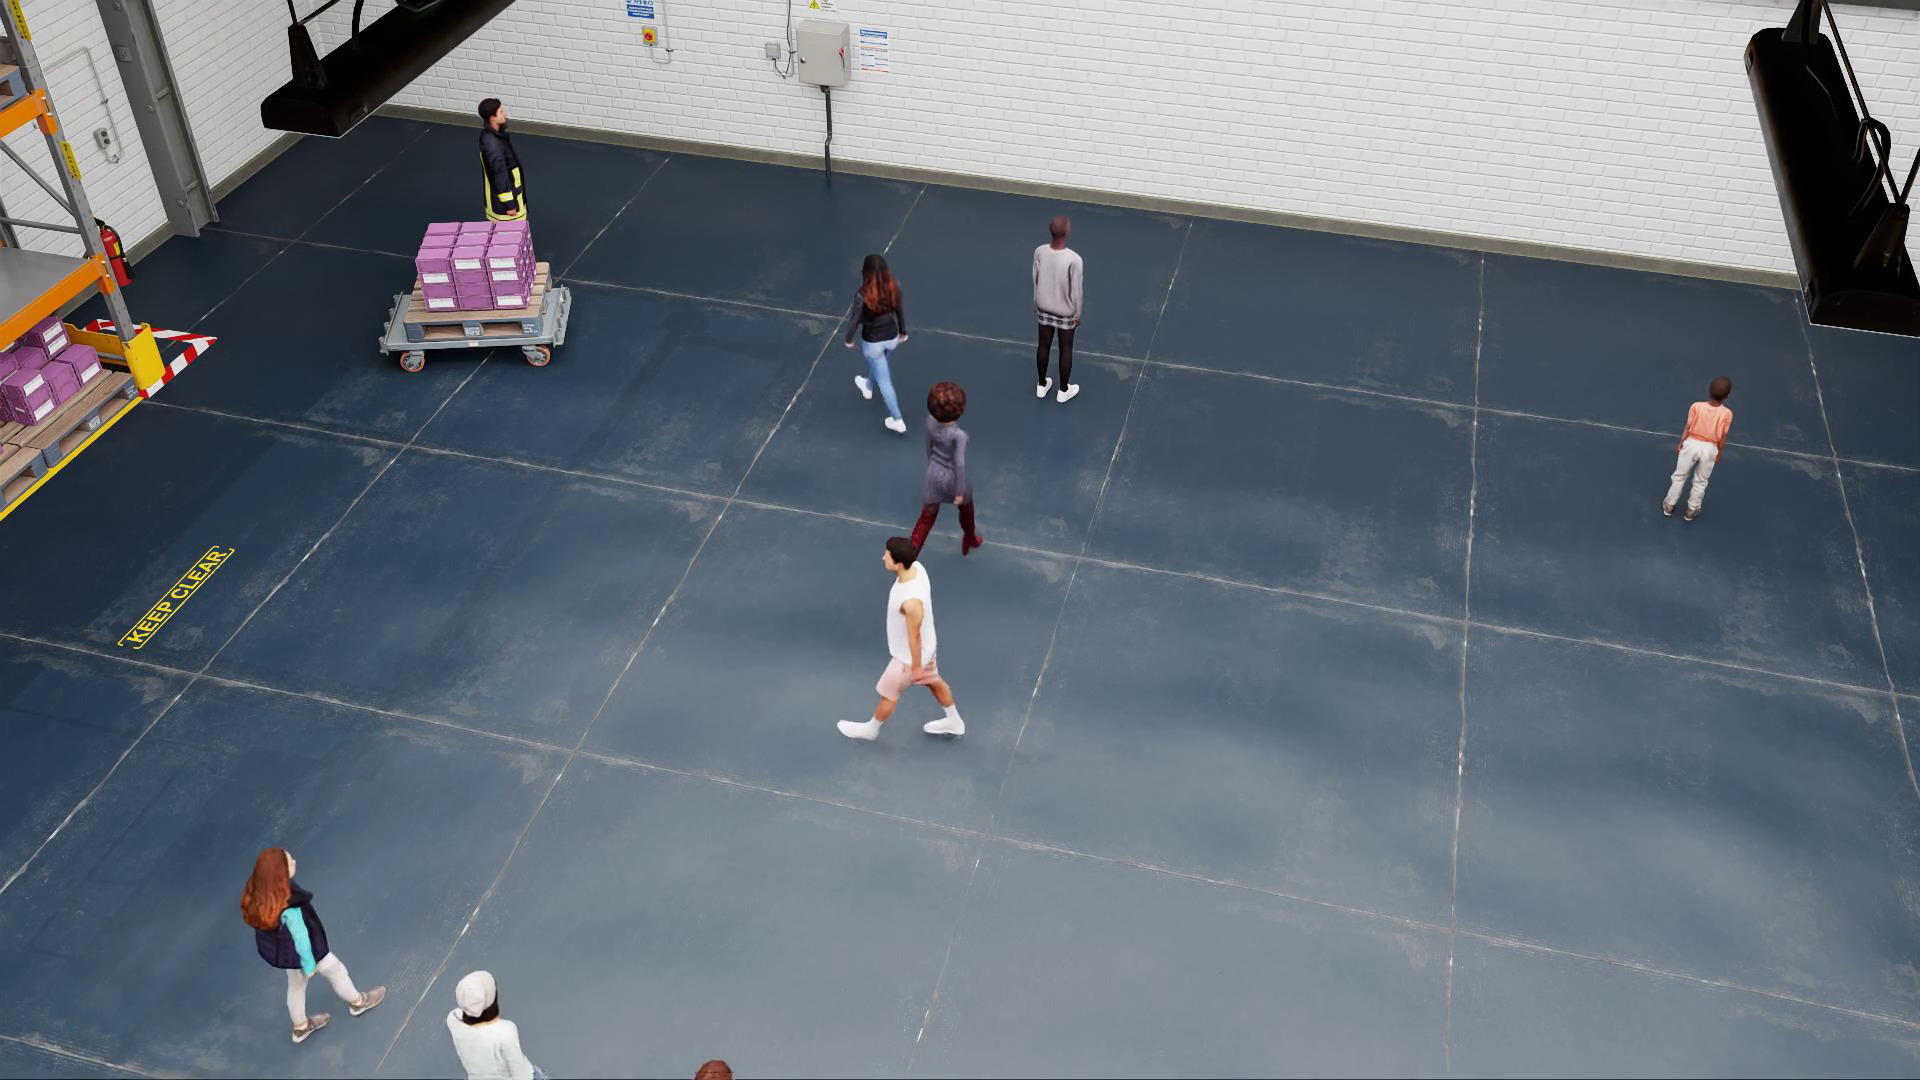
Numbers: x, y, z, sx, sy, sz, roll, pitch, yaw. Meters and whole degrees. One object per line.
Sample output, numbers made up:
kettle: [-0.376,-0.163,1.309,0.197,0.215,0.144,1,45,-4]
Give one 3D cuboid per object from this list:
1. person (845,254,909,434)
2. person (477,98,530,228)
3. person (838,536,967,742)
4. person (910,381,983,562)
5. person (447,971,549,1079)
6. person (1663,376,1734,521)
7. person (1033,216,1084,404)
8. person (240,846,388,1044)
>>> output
person: [-0.644,-1.651,14.201,1.139,1.588,1.155,-24,44,-27]
person: [-4.410,-3.356,16.065,0.950,1.926,0.811,-9,39,-11]
person: [-0.232,0.717,11.117,0.884,1.737,1.108,2,39,3]
person: [-0.169,-0.384,12.549,0.926,1.670,1.209,28,46,30]
person: [-2.401,2.820,8.562,0.566,1.638,0.561,9,40,12]
person: [5.912,-0.736,13.277,0.522,1.311,0.529,18,42,22]
person: [0.841,-2.021,14.518,0.663,1.771,0.612,19,42,22]
person: [-3.784,2.308,9.331,0.779,1.480,0.895,30,48,32]
